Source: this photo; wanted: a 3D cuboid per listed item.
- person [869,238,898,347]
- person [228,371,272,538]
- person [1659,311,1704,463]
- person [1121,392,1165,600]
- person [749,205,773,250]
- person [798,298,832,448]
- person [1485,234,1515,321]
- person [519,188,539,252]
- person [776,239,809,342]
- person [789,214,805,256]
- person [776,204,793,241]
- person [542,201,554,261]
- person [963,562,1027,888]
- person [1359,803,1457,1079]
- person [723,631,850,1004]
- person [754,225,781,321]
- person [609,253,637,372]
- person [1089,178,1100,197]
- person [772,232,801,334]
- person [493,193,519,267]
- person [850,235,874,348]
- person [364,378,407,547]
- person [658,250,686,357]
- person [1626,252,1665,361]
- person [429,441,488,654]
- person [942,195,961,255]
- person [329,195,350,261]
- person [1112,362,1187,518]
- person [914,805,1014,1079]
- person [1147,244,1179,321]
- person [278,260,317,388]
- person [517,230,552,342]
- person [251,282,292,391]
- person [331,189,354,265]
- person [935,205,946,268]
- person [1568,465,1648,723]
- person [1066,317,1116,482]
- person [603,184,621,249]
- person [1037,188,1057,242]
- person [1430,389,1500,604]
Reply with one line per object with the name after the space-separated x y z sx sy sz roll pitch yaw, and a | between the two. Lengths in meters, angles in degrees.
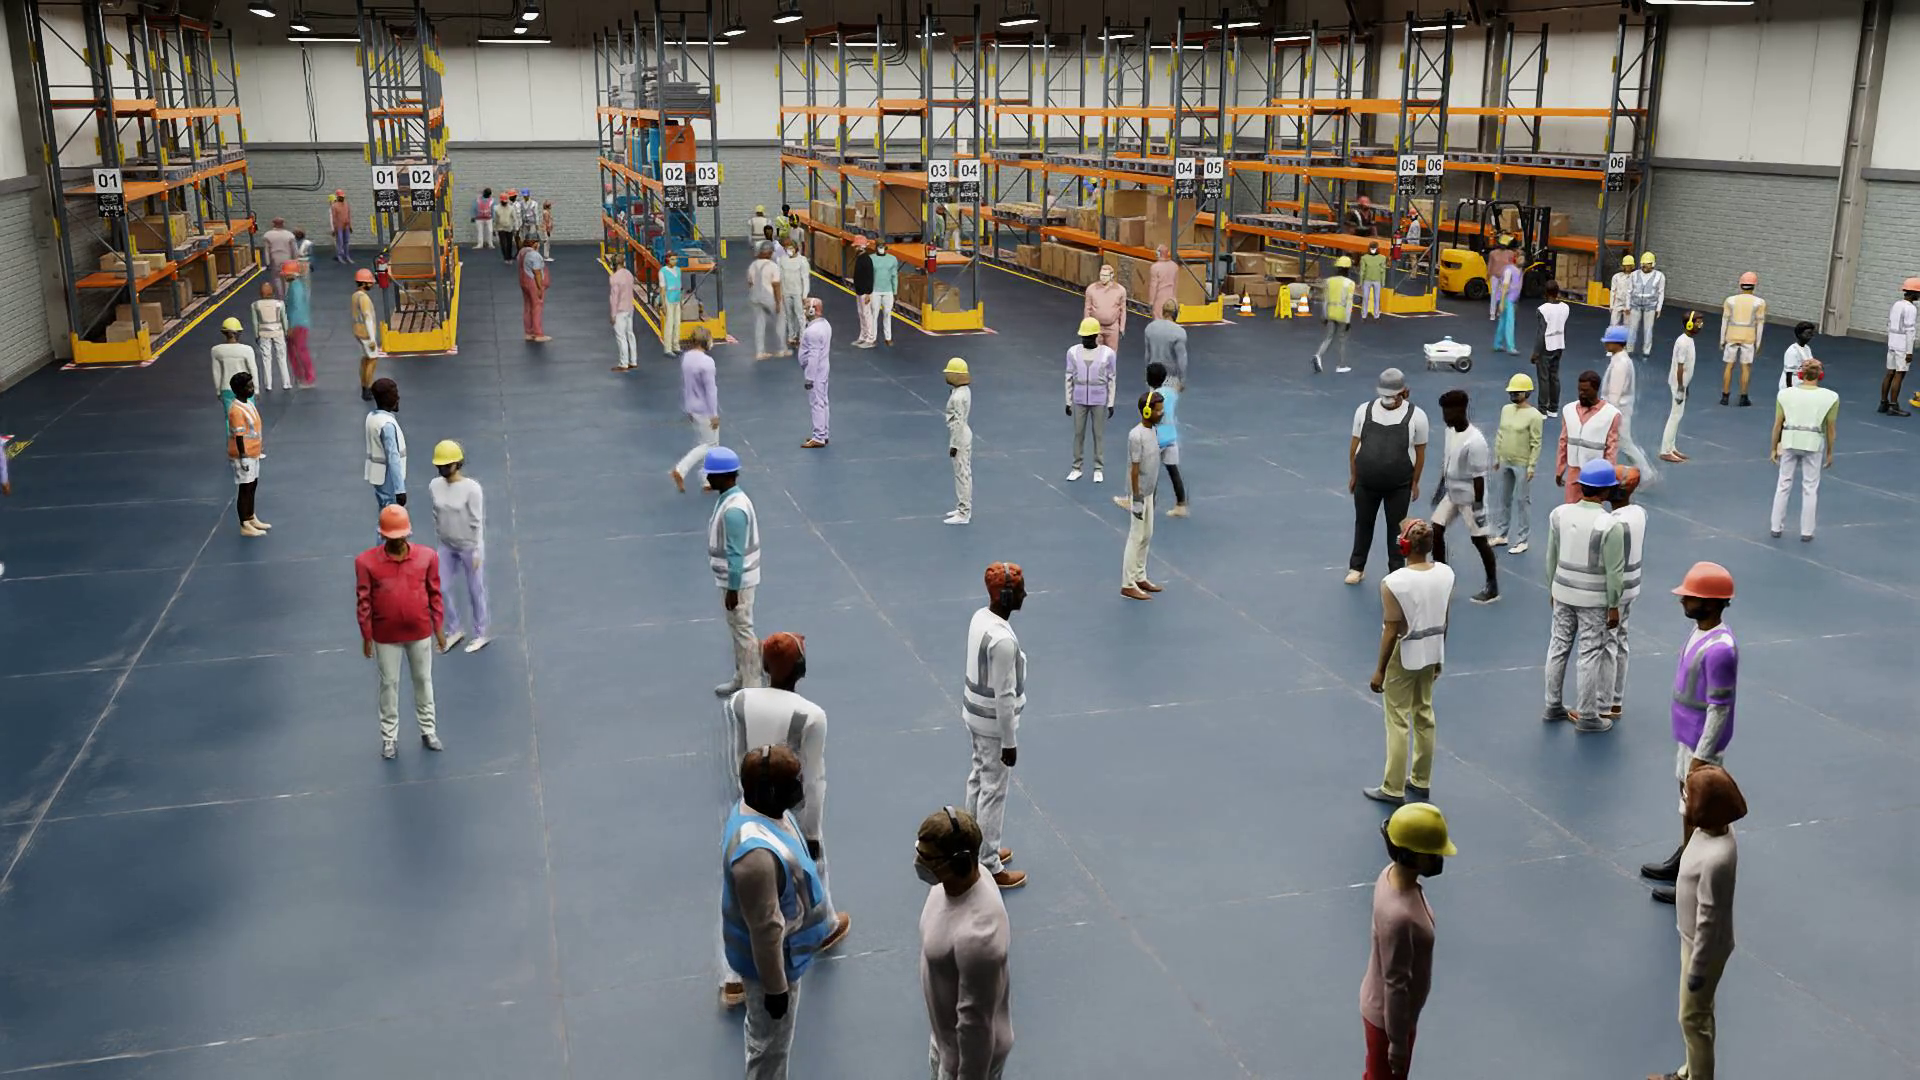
-1.412 -4.437 29.828 0.635 1.938 0.359 -4 15 -15 | person
-7.242 -0.871 16.892 0.321 1.689 0.530 -2 15 -6 | person
8.848 -1.879 20.368 0.327 1.861 0.500 8 17 26 | person
1.645 -0.401 14.802 0.326 1.858 0.523 7 16 25 | person
-4.919 -7.361 41.094 0.604 1.801 0.771 1 15 5 | person
-1.858 -2.135 21.230 0.410 1.909 0.643 2 15 8 | person
10.881 -5.302 33.469 0.565 1.735 0.641 6 16 21 | person
-11.988 -8.775 46.157 0.610 1.938 0.409 1 15 4 | person
-3.110 -4.612 30.677 0.589 1.835 0.910 -4 15 -16 | person
-3.662 -6.323 37.070 0.326 1.865 0.518 -14 20 -42 | person
-4.517 -7.850 43.145 0.532 1.693 0.319 -7 17 -26 | person
-11.281 -8.448 45.516 0.316 1.633 0.515 -3 15 -11 | person
0.198 1.034 9.374 0.355 1.876 0.574 -3 15 -12 | person
1.726 1.849 6.509 0.319 1.766 0.534 4 15 14 | person
-0.895 1.347 8.298 0.578 1.839 1.002 7 16 24 | person
-3.805 -5.302 33.120 0.588 1.920 0.390 -5 16 -18 | person
-5.501 -3.702 27.092 0.367 1.932 0.623 4 15 16 | person
4.253 -10.489 52.633 0.383 1.924 0.589 5 16 19 | person
-3.291 -4.831 31.353 0.638 1.916 0.469 -4 15 -14 | person
-12.071 -8.252 44.257 0.644 1.912 1.124 -6 16 -22 | person
-1.747 -4.437 29.721 0.396 1.992 0.623 -6 16 -22 | person
-5.193 -0.520 15.128 0.393 1.920 0.591 -10 18 -34 | person
-4.981 -4.067 28.648 0.404 1.832 0.573 6 16 22 | person
11.627 -3.972 28.282 0.595 1.831 0.403 10 18 32 | person
-4.000 0.070 13.225 0.527 1.750 0.526 5 16 18 | person
-0.246 -8.536 45.561 0.641 1.786 0.912 -5 16 -18 | person
-16.949 -8.496 45.374 0.776 1.804 0.652 5 16 17 | person
2.080 -1.068 17.682 0.861 1.647 0.544 13 20 40 | person
0.008 1.872 6.110 0.375 1.933 0.625 -2 15 -7 | person
3.482 -4.161 28.850 0.643 1.910 0.400 -11 19 -37 | person
-10.216 -3.289 25.453 0.592 1.967 0.639 -8 17 -28 | person
-7.787 -4.674 30.525 0.535 2.000 0.676 -13 19 -39 | person
-10.493 -3.099 25.358 0.515 1.645 0.309 -5 16 -18 | person
-16.558 -8.392 44.634 0.417 1.986 0.638 7 16 24 | person
-0.503 -8.013 43.869 0.279 1.633 0.501 -3 15 -12 | person
4.602 0.392 11.763 0.353 1.884 0.577 12 19 39 | person
1.504 -1.621 19.259 0.590 1.923 0.383 4 16 16 | person
-10.031 -9.237 47.807 0.432 1.978 0.642 3 15 12 | person
2.562 -9.472 48.987 0.635 1.828 0.534 -4 15 -13 | person
4.395 -0.383 14.626 0.846 1.904 0.642 -3 15 -11 | person
